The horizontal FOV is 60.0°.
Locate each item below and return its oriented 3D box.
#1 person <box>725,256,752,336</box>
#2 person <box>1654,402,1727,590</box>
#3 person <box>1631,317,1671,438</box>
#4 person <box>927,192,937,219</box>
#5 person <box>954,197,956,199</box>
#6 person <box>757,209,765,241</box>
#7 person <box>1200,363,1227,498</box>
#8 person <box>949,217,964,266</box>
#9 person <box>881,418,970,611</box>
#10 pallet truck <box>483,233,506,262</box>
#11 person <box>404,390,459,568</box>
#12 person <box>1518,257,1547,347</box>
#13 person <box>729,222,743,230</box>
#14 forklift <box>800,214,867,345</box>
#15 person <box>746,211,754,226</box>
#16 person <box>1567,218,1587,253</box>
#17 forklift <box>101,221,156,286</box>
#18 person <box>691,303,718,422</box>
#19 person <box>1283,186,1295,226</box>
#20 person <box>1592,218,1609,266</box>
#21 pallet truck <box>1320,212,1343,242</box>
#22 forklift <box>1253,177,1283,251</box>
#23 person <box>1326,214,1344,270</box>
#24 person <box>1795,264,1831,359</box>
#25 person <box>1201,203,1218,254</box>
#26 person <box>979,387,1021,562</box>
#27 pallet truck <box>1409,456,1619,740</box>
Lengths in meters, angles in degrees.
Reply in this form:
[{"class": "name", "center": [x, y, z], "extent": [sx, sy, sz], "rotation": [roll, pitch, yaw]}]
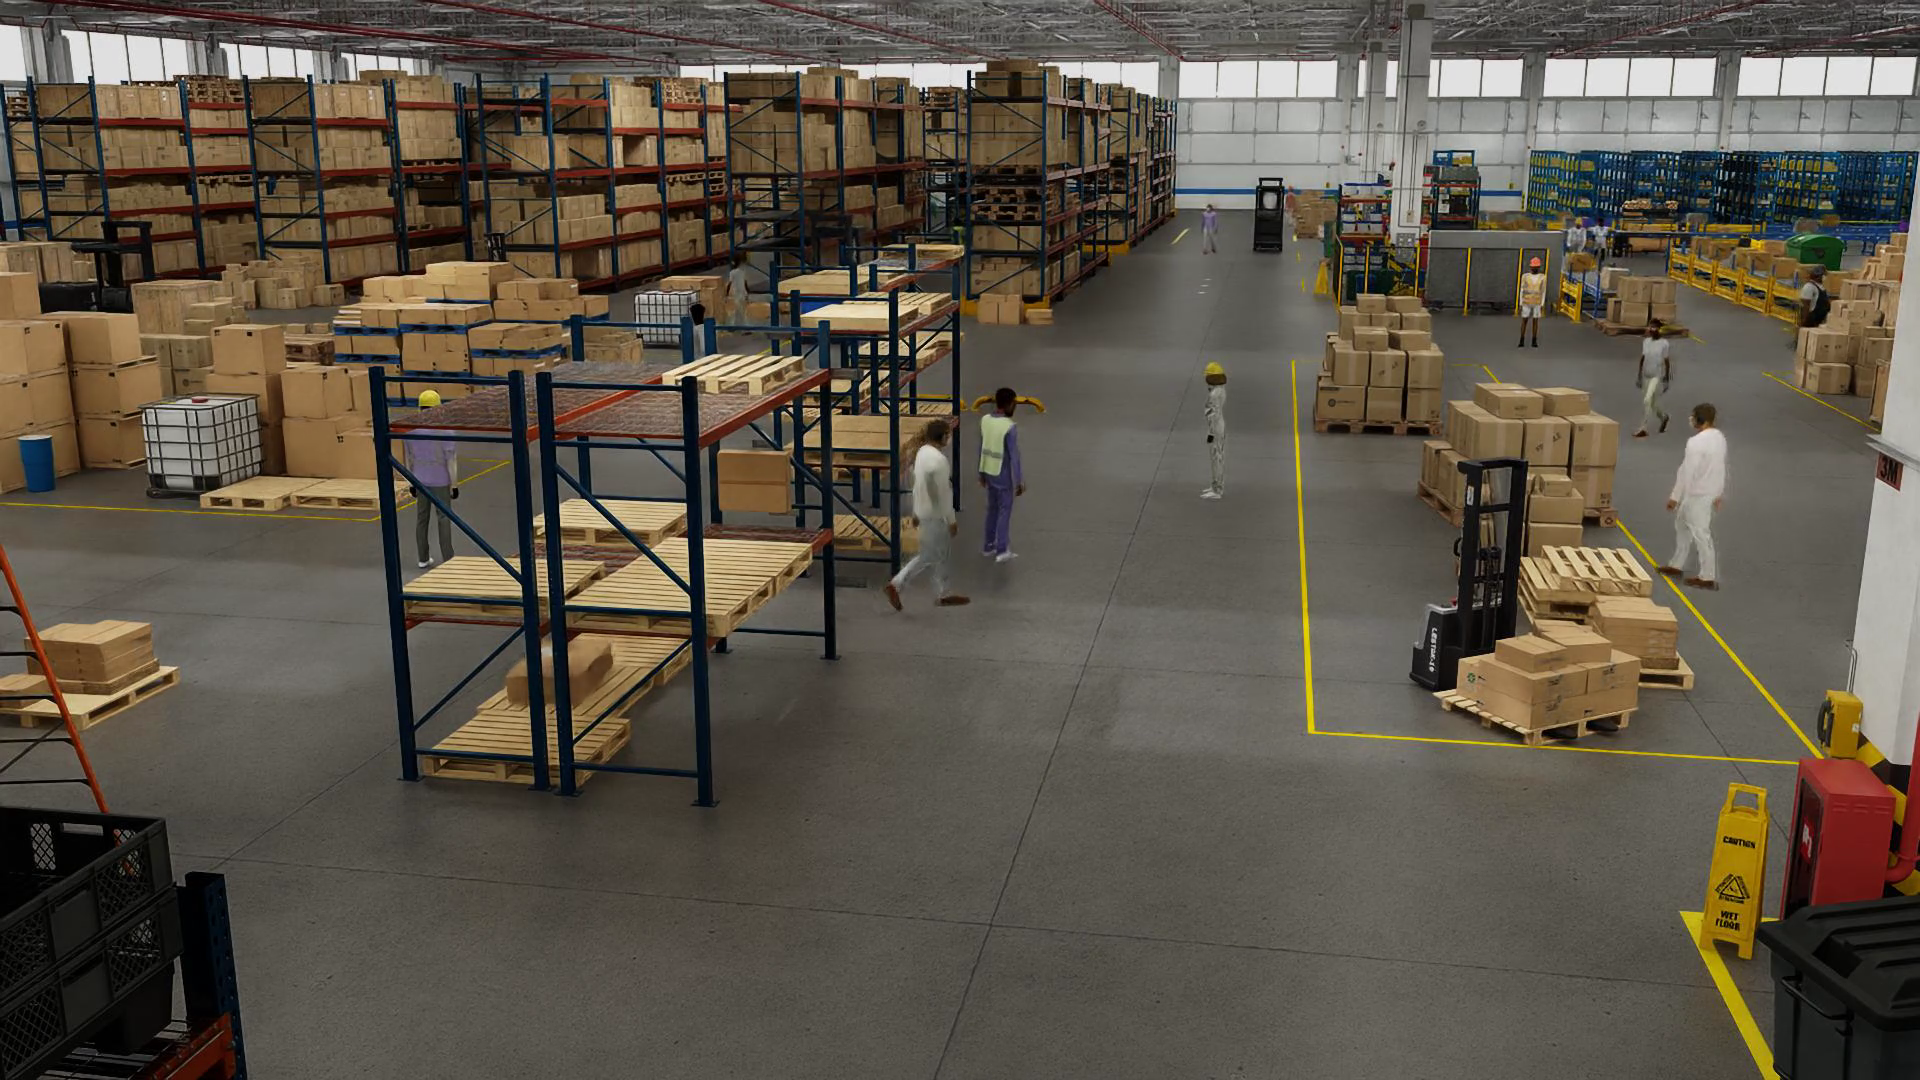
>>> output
[{"class": "person", "center": [-5.118, -5.586, 38.076], "extent": [0.985, 1.818, 0.513], "rotation": [9, 16, 31]}, {"class": "person", "center": [7.486, -0.466, 17.102], "extent": [0.840, 1.908, 0.638], "rotation": [13, 19, 42]}, {"class": "person", "center": [10.689, -2.503, 25.526], "extent": [0.818, 1.847, 0.529], "rotation": [-6, 15, -24]}, {"class": "person", "center": [-1.466, -17.746, 87.630], "extent": [0.532, 1.730, 0.871], "rotation": [3, 14, 11]}, {"class": "person", "center": [-0.020, -18.242, 89.445], "extent": [0.618, 1.818, 0.431], "rotation": [3, 14, 11]}, {"class": "person", "center": [-7.765, -12.112, 64.967], "extent": [0.386, 1.629, 0.519], "rotation": [3, 14, 12]}, {"class": "person", "center": [3.236, -1.401, 21.246], "extent": [0.308, 1.737, 0.484], "rotation": [4, 14, 16]}, {"class": "person", "center": [-0.119, -10.265, 57.346], "extent": [0.540, 1.687, 0.383], "rotation": [-3, 14, -13]}, {"class": "person", "center": [-0.342, -0.242, 16.186], "extent": [0.853, 1.915, 0.630], "rotation": [-4, 14, -15]}, {"class": "pallet truck", "center": [-11.832, -7.026, 43.548], "extent": [1.885, 1.965, 0.823], "rotation": [8, 16, 28]}, {"class": "person", "center": [-5.639, -0.645, 17.812], "extent": [0.585, 1.918, 0.409], "rotation": [3, 14, 11]}, {"class": "person", "center": [12.394, -5.142, 36.021], "extent": [0.545, 1.938, 0.359], "rotation": [3, 14, 13]}, {"class": "person", "center": [-8.168, -11.345, 61.311], "extent": [0.796, 1.892, 0.595], "rotation": [11, 18, 38]}, {"class": "forklift", "center": [-2.808, -5.739, 36.506], "extent": [1.129, 2.768, 1.873], "rotation": [3, 14, 10]}, {"class": "person", "center": [-9.542, -14.847, 75.458], "extent": [0.551, 1.922, 0.515], "rotation": [0, 14, 0]}, {"class": "person", "center": [20.403, -9.760, 55.072], "extent": [0.589, 1.799, 0.872], "rotation": [3, 14, 14]}, {"class": "forklift", "center": [-16.772, -5.071, 33.793], "extent": [1.129, 2.768, 1.873], "rotation": [3, 14, 10]}, {"class": "person", "center": [-4.079, -2.747, 26.238], "extent": [0.367, 1.966, 0.605], "rotation": [13, 19, 41]}, {"class": "person", "center": [16.103, -16.365, 81.521], "extent": [0.633, 1.972, 0.633], "rotation": [-5, 15, -19]}, {"class": "person", "center": [22.288, -10.386, 57.871], "extent": [0.549, 1.659, 0.499], "rotation": [4, 14, 15]}, {"class": "pallet truck", "center": [15.874, -13.227, 70.310], "extent": [0.680, 1.201, 1.601], "rotation": [10, 17, 35]}, {"class": "forklift", "center": [12.083, -12.747, 64.956], "extent": [1.129, 2.768, 1.873], "rotation": [3, 14, 10]}, {"class": "person", "center": [12.607, -9.938, 55.578], "extent": [0.474, 1.890, 0.675], "rotation": [7, 15, 26]}, {"class": "person", "center": [17.028, -4.480, 33.121], "extent": [0.535, 2.000, 0.708], "rotation": [12, 19, 41]}, {"class": "person", "center": [9.490, -11.824, 63.194], "extent": [0.639, 1.918, 0.702], "rotation": [7, 15, 26]}, {"class": "person", "center": [0.420, -0.718, 18.112], "extent": [0.383, 1.916, 0.606], "rotation": [-8, 16, -30]}, {"class": "pallet truck", "center": [4.504, 0.400, 13.395], "extent": [0.823, 1.965, 1.885], "rotation": [-6, 15, -23]}]
